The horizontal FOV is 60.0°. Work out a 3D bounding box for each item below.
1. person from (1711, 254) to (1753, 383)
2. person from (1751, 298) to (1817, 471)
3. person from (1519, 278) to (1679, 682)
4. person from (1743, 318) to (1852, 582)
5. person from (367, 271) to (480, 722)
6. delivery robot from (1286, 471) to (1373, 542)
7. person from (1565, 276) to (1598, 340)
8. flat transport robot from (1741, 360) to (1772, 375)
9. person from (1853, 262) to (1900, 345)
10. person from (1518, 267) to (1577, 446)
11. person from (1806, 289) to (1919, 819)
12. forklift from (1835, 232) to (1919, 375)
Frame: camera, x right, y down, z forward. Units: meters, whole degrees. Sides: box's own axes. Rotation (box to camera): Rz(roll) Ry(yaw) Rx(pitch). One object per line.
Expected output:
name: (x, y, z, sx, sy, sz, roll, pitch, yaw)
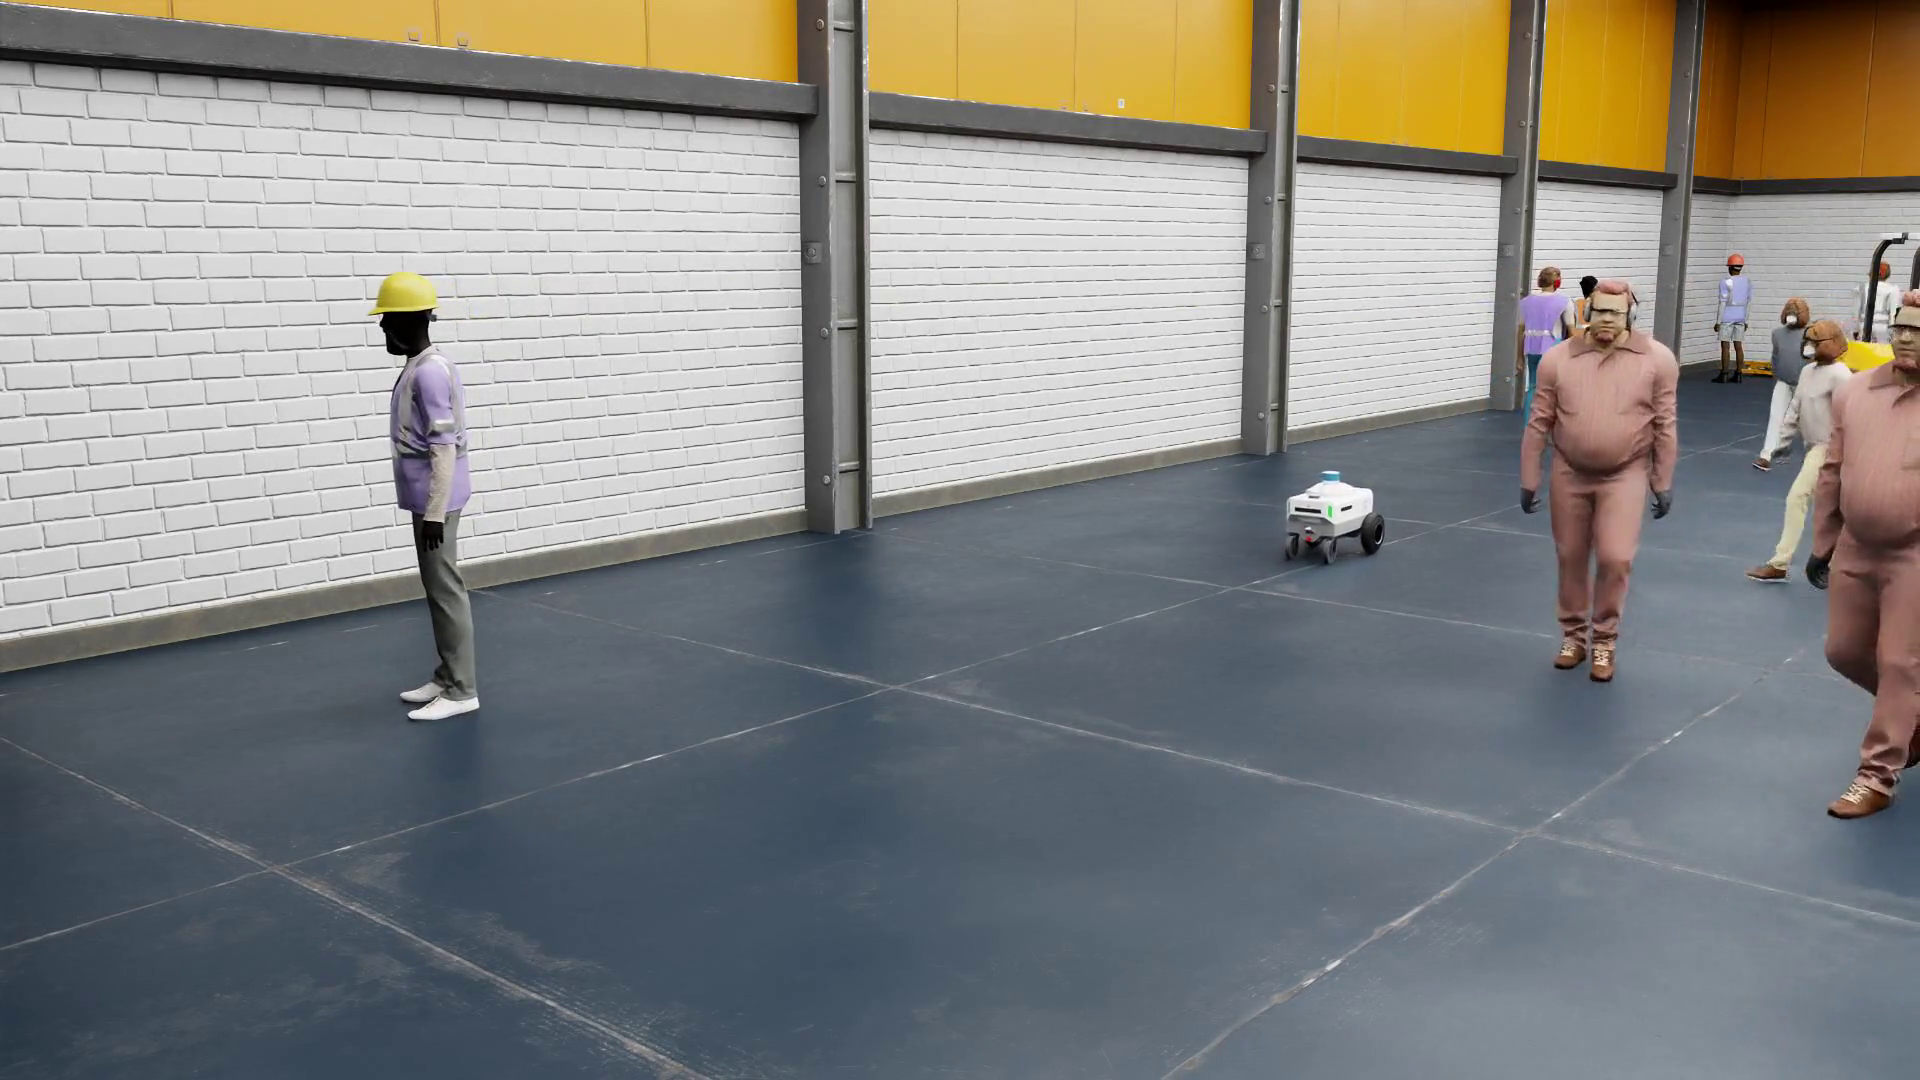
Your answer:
person: (11.586, -3.318, 24.992, 0.553, 1.935, 0.364, -2, 10, -13)
person: (7.610, -1.415, 15.165, 0.917, 1.570, 0.508, -7, 12, -34)
person: (2.979, -0.278, 7.835, 0.684, 1.878, 0.662, 6, 11, 29)
person: (5.094, -0.528, 10.047, 0.765, 1.601, 0.517, 1, 10, 8)
person: (-2.307, -0.184, 7.172, 0.385, 1.925, 0.592, -4, 11, -21)
delivery robot: (2.439, -0.209, 10.957, 0.477, 0.478, 0.707, 7, 12, 36)
person: (7.705, -2.404, 20.489, 0.535, 1.693, 0.317, 3, 10, 16)
flat transport robot: (13.177, -2.775, 26.641, 1.431, 0.197, 0.652, -7, 12, -36)
person: (12.824, -2.967, 23.307, 0.974, 1.829, 0.596, -10, 14, -44)
person: (6.025, -1.883, 17.100, 0.469, 1.836, 0.582, -8, 13, -40)
person: (3.428, 0.038, 6.015, 0.713, 1.889, 0.654, -5, 11, -27)
forklift: (9.955, -1.972, 16.595, 2.313, 2.155, 1.214, 1, 10, 8)
